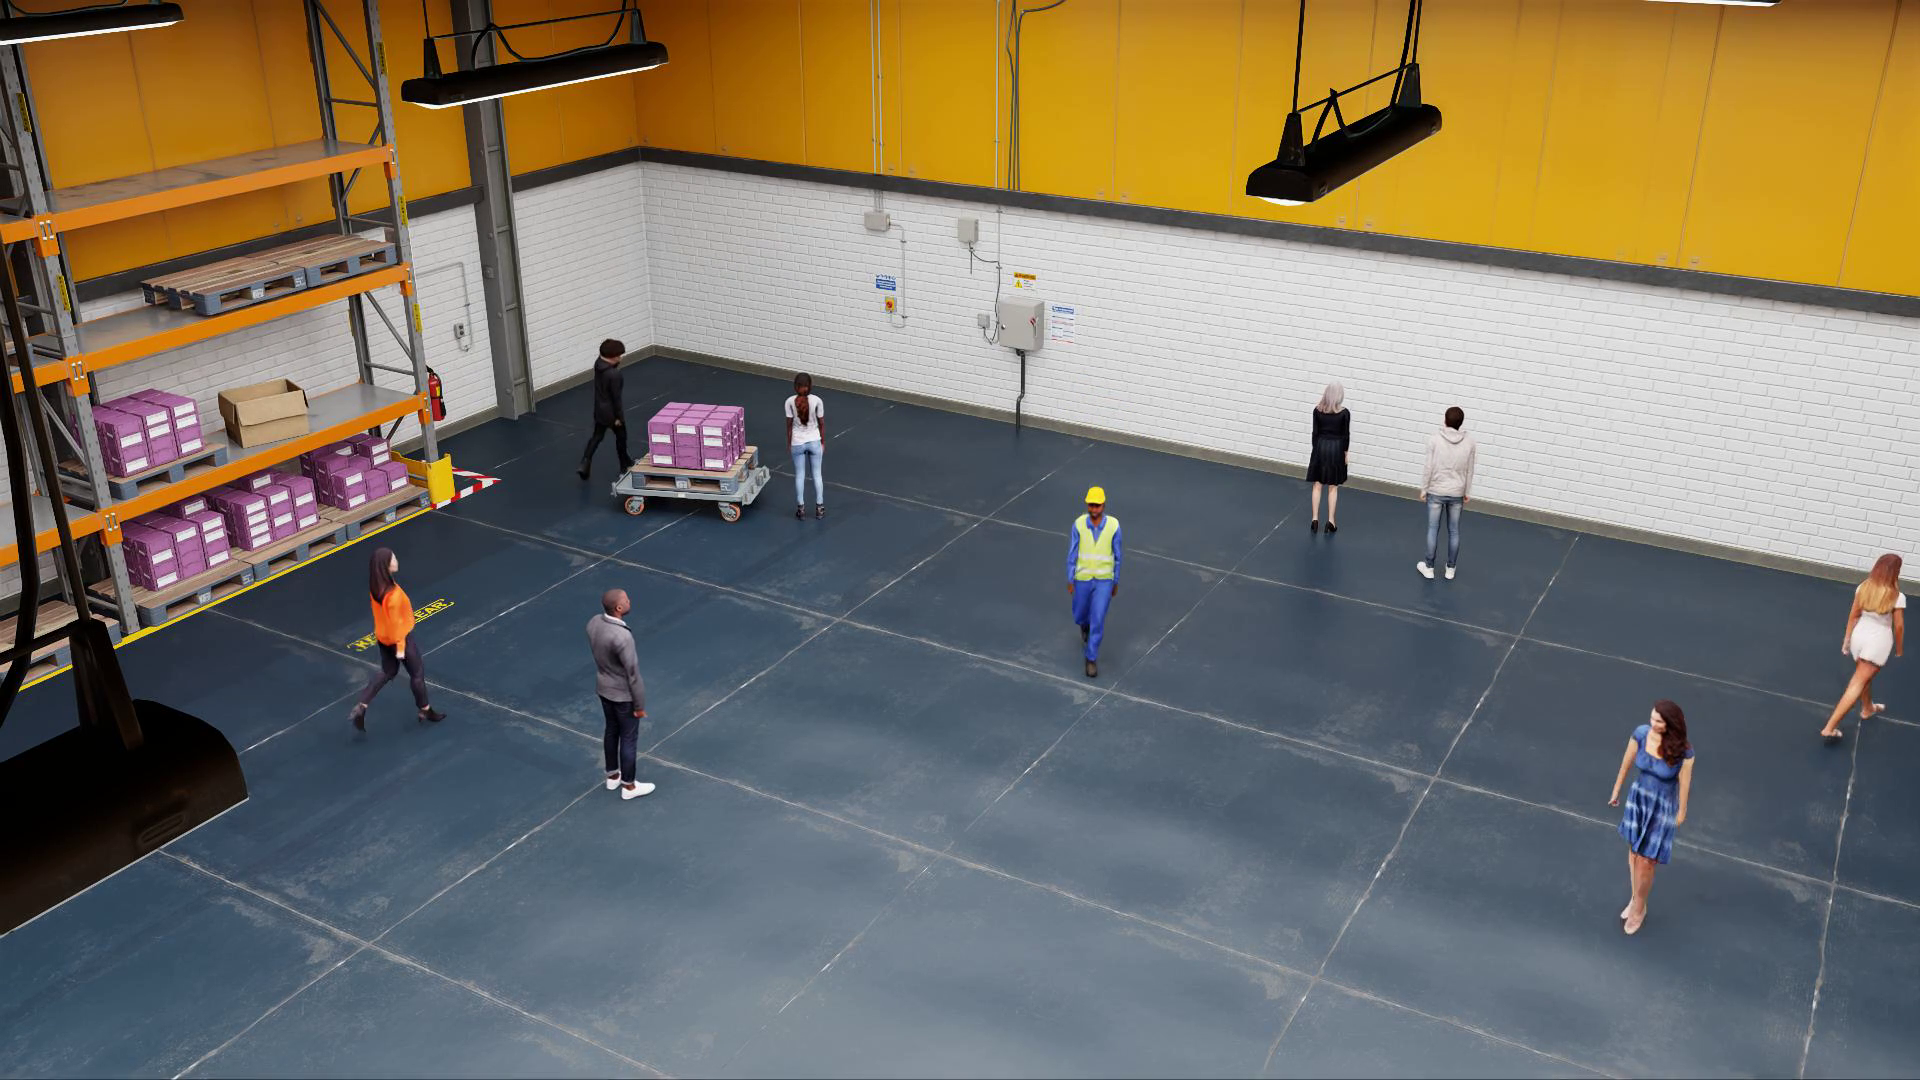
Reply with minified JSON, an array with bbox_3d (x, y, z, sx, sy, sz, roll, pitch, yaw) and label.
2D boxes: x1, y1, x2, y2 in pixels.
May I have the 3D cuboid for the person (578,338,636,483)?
[{"bbox_3d":[-4.220,-1.511,19.658,0.831,1.734,1.183,15,28,31],"label":"person"}]

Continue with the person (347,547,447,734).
[{"bbox_3d":[-4.904,0.884,14.188,1.133,1.728,0.841,-20,30,-37],"label":"person"}]

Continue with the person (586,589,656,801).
[{"bbox_3d":[-2.739,1.222,13.307,0.768,1.814,0.679,21,31,40],"label":"person"}]

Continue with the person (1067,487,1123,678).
[{"bbox_3d":[1.243,0.328,15.379,0.907,1.793,1.118,3,24,7],"label":"person"}]

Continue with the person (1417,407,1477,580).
[{"bbox_3d":[5.022,-0.494,17.185,0.756,1.852,0.742,1,24,2],"label":"person"}]

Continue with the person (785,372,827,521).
[{"bbox_3d":[-1.722,-1.062,18.651,0.672,1.719,0.705,-2,24,-6],"label":"person"}]

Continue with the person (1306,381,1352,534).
[{"bbox_3d":[4.054,-0.916,18.281,0.628,1.747,0.598,9,25,20],"label":"person"}]

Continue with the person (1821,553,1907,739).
[{"bbox_3d":[7.696,0.944,14.149,1.222,1.649,0.982,-13,27,-27],"label":"person"}]

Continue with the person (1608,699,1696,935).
[{"bbox_3d":[4.921,1.917,11.748,0.868,1.790,0.814,-16,28,-32],"label":"person"}]
